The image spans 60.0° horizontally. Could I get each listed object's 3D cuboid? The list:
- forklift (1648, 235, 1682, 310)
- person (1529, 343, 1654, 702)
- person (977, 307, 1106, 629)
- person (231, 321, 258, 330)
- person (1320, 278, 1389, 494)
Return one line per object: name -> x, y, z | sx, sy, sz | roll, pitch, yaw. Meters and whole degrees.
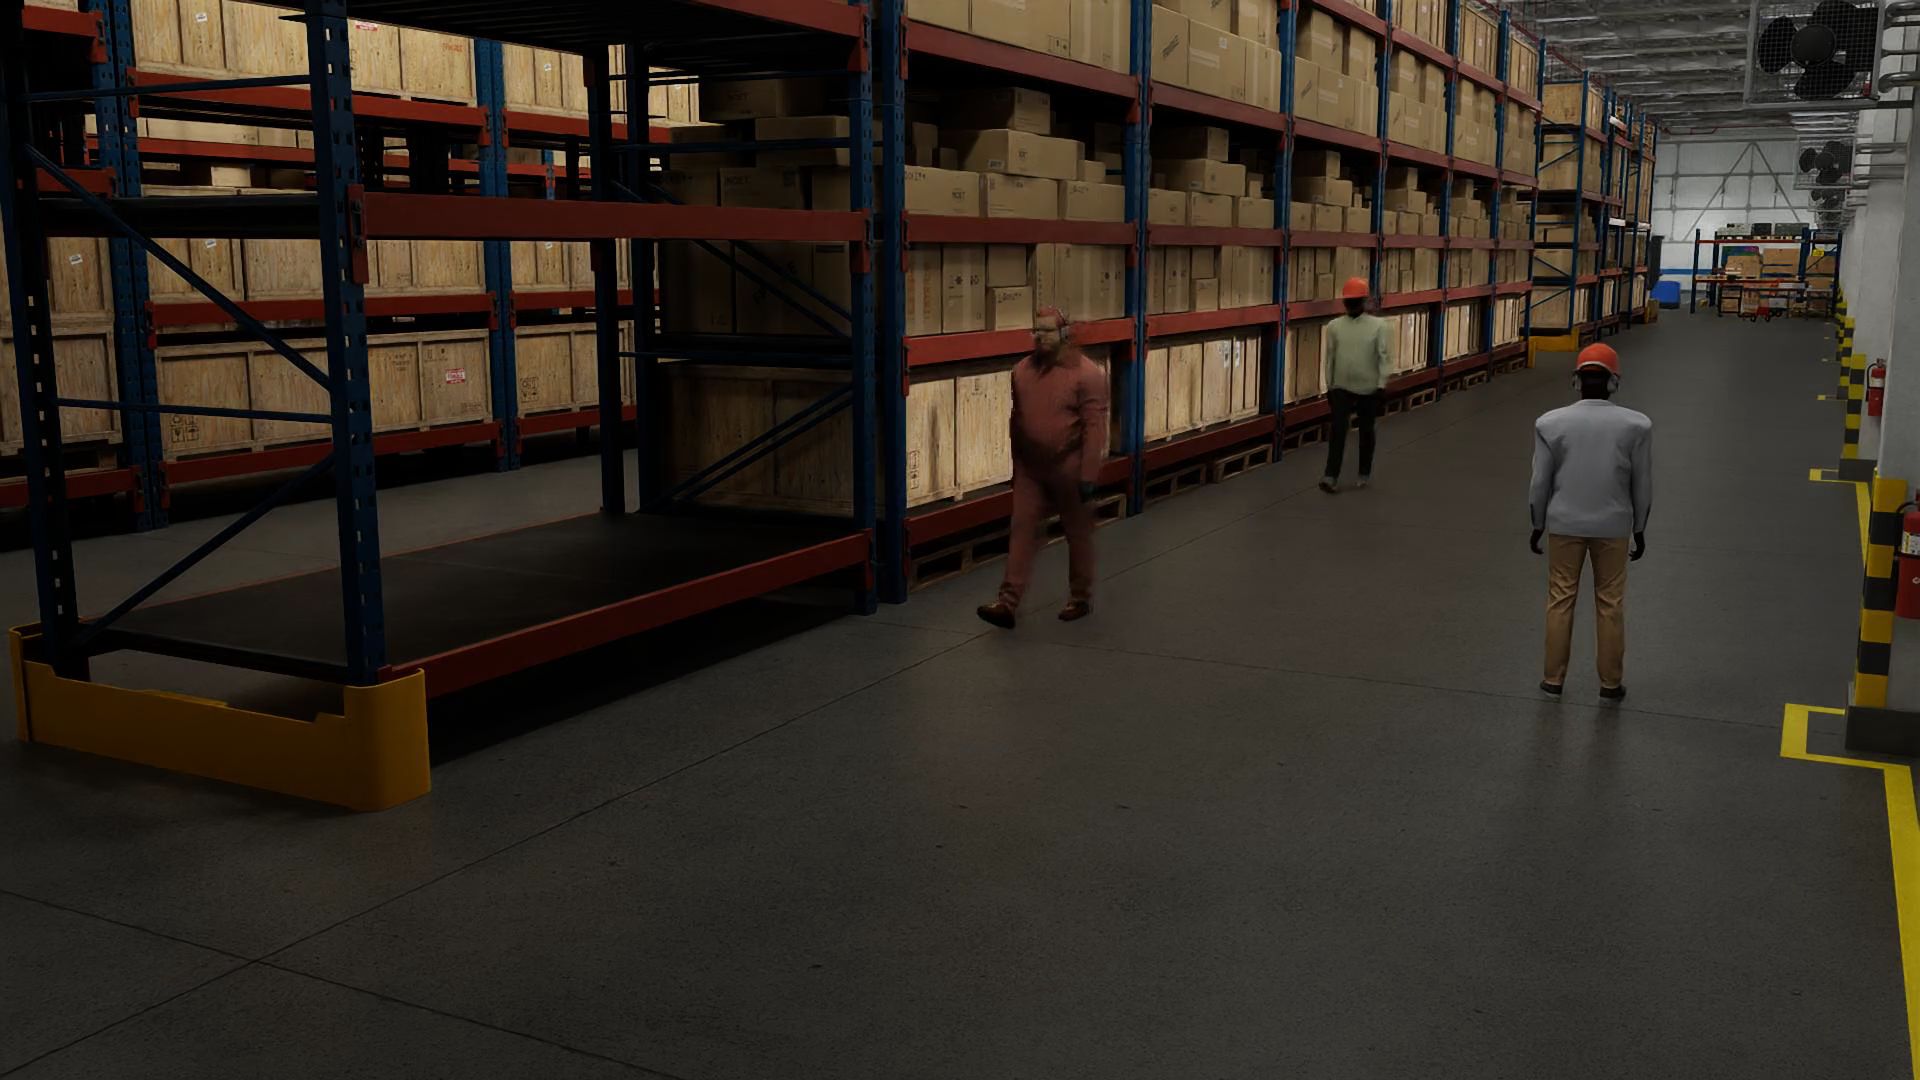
forklift -> 26.381, -10.150, 63.110 | 1.873, 2.768, 1.129 | 5, 11, 27
person -> 3.068, -0.083, 8.115 | 0.563, 1.742, 0.338 | 4, 11, 21
person -> 0.490, -0.405, 9.628 | 0.673, 1.855, 0.960 | 6, 12, 33
person -> -7.852, -1.832, 18.383 | 0.496, 1.690, 0.925 | 4, 11, 21
person -> 3.589, -1.396, 15.138 | 0.625, 1.939, 1.019 | 5, 11, 28
